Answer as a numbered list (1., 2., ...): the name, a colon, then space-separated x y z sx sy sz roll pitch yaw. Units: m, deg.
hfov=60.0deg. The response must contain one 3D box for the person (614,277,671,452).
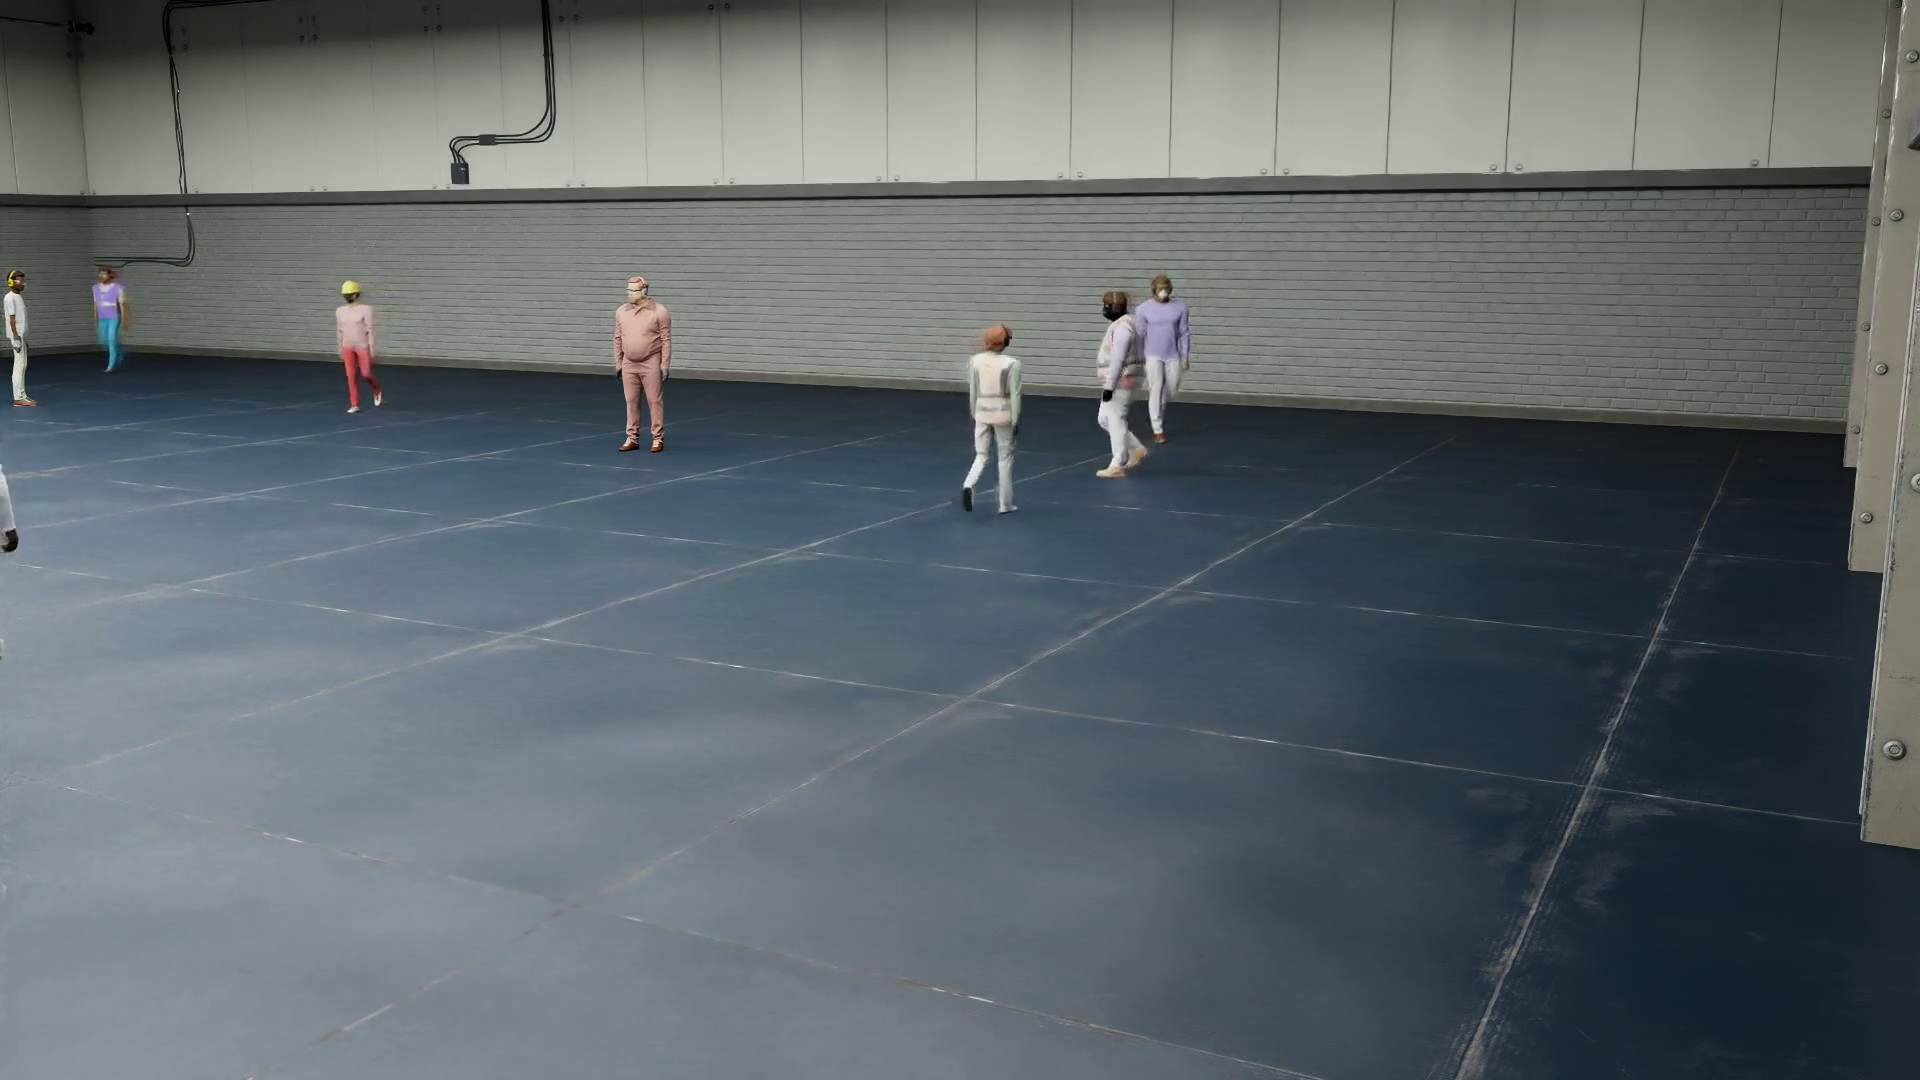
1. person: -3.462 -1.898 18.066 0.648 1.904 0.401 3 11 14

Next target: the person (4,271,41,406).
1. person: -12.996 -2.782 23.004 0.311 1.862 0.532 -4 11 -19

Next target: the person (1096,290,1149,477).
1. person: 1.558 -1.511 16.199 0.476 1.825 0.627 0 10 0

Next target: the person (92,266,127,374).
1. person: -14.557 -3.778 28.506 0.589 1.831 0.595 2 11 11

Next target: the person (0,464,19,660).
1. person: -5.078 -0.091 8.382 0.608 1.835 0.955 0 10 -2

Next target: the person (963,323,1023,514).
1. person: 0.277 -1.004 13.936 0.525 1.625 0.575 6 12 28

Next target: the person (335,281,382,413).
1. person: -8.023 -2.578 22.191 0.525 1.758 0.511 1 10 7

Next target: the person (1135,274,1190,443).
1. person: 2.297 -2.087 19.056 0.637 1.924 0.713 -1 10 -7
